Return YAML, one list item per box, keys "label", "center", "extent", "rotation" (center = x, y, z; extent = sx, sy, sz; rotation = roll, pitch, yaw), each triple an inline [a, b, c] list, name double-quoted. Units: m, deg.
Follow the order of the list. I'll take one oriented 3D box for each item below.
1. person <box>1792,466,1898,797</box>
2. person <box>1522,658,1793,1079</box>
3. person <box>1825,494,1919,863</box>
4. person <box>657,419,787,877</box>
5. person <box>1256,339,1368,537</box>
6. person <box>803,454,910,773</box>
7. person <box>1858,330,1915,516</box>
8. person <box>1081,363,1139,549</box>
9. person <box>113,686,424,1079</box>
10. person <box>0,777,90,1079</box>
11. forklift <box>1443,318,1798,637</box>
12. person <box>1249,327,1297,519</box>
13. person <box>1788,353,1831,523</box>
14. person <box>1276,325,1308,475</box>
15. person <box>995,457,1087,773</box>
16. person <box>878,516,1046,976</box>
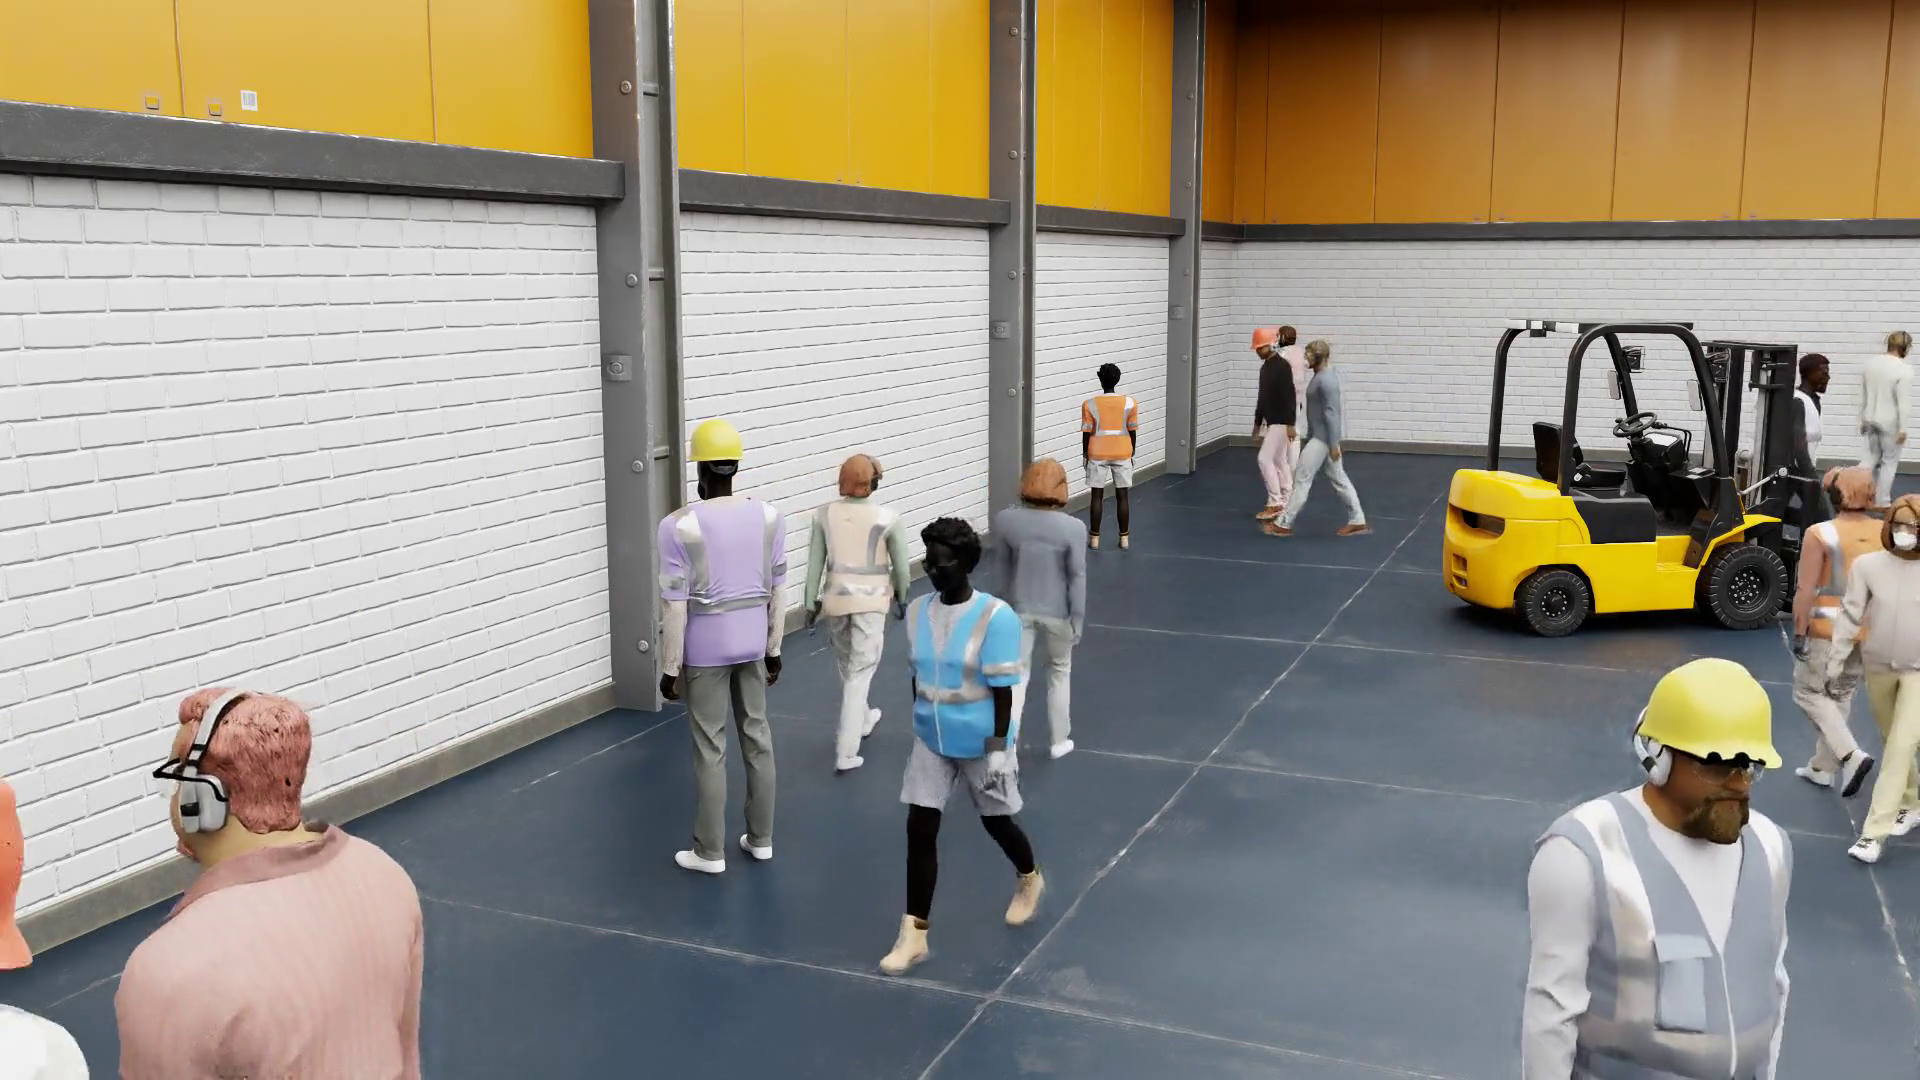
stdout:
- label: "person"
  center: [4.255, 0.451, 7.985]
  extent: [0.525, 1.619, 0.594]
  rotation: [-2, 10, -10]
- label: "person"
  center: [1.393, 1.109, 3.394]
  extent: [0.615, 1.817, 0.550]
  rotation: [-3, 10, -16]
- label: "person"
  center: [4.096, 0.584, 7.274]
  extent: [0.871, 1.581, 0.522]
  rotation: [-8, 12, -38]
- label: "person"
  center: [-1.006, 0.455, 7.028]
  extent: [0.587, 1.927, 0.367]
  rotation: [-7, 12, -37]
- label: "person"
  center: [3.396, -0.947, 15.690]
  extent: [1.057, 1.878, 0.635]
  rotation: [1, 9, 8]
- label: "person"
  center: [-0.511, 0.351, 8.647]
  extent: [0.513, 1.590, 0.838]
  rotation: [4, 10, 21]
- label: "person"
  center: [9.414, -1.187, 17.003]
  extent: [0.549, 1.918, 0.637]
  rotation: [-2, 10, -15]
- label: "person"
  center: [1.351, -0.752, 15.063]
  extent: [0.531, 1.694, 0.320]
  rotation: [0, 9, -1]
- label: "person"
  center: [-1.068, 1.175, 2.782]
  extent: [0.699, 1.886, 0.659]
  rotation: [2, 10, 11]
- label: "person"
  center: [-1.408, 1.247, 2.066]
  extent: [0.706, 1.993, 0.423]
  rotation: [-6, 11, -32]
- label: "forklift"
  center: [4.706, -0.497, 11.990]
  extent: [2.313, 2.155, 1.214]
  rotation: [-2, 10, -10]
- label: "person"
  center: [3.156, -1.173, 16.822]
  extent: [0.620, 1.946, 0.635]
  rotation: [-1, 9, -6]
- label: "person"
  center: [6.825, -0.582, 13.516]
  extent: [1.022, 1.868, 0.595]
  rotation: [9, 13, 44]
- label: "person"
  center: [3.952, -1.684, 20.252]
  extent: [0.631, 1.843, 0.429]
  rotation: [-8, 12, -40]
- label: "person"
  center: [0.393, 0.380, 8.460]
  extent: [0.501, 1.605, 0.728]
  rotation: [3, 10, 16]
- label: "person"
  center: [0.033, 0.724, 6.201]
  extent: [0.536, 1.663, 0.826]
  rotation: [6, 11, 34]
